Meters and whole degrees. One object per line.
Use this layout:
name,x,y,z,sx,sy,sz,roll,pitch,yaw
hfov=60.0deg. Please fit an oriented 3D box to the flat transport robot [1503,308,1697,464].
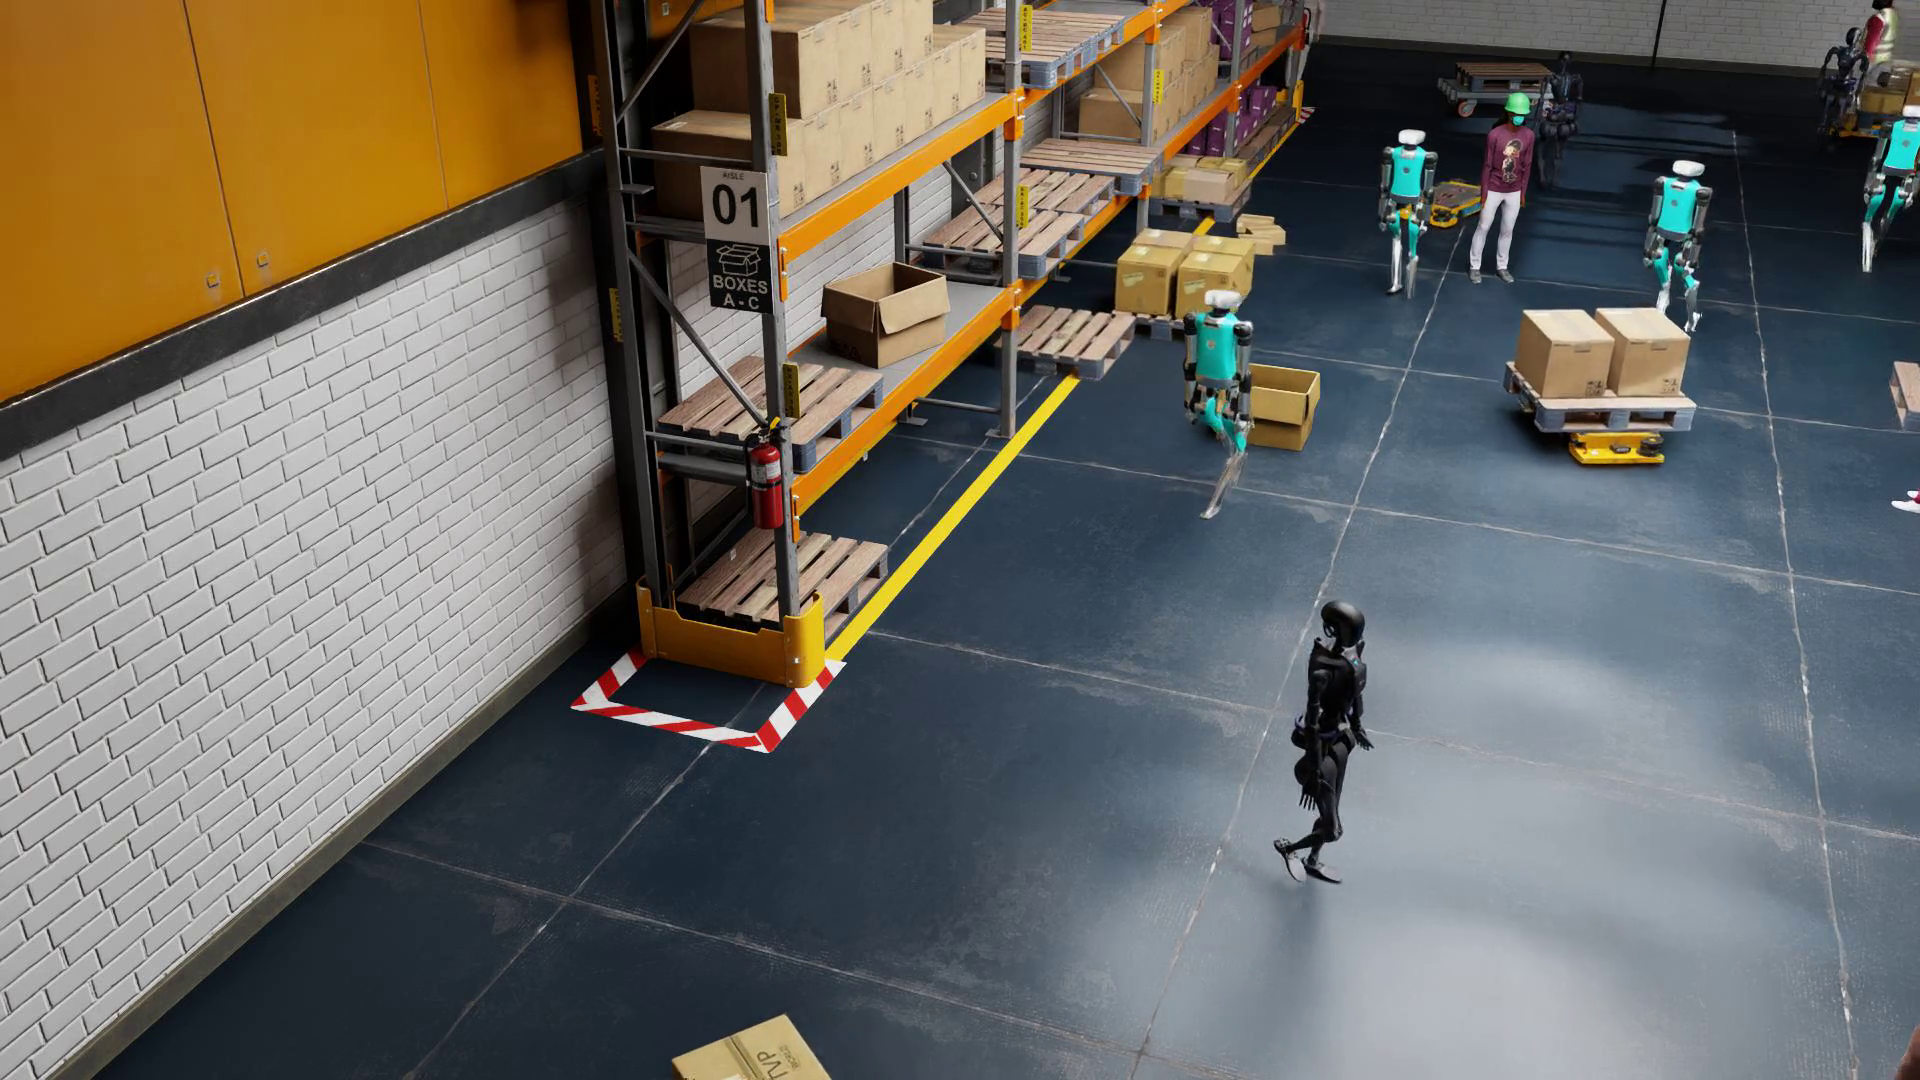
flat transport robot,5.191,-0.990,13.670,0.659,0.231,1.431,-1,27,-1

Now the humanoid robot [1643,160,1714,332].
humanoid robot,6.705,-2.661,15.368,0.895,1.817,0.548,-22,35,-36

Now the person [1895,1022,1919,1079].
person,3.648,2.058,5.918,0.627,1.982,0.457,9,29,17

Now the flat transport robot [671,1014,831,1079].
flat transport robot,-0.770,2.760,6.398,1.431,0.231,0.659,-15,31,-27

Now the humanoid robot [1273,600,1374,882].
humanoid robot,1.823,1.008,8.257,0.374,1.651,0.609,18,32,31

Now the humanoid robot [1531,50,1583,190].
humanoid robot,7.168,-5.033,19.966,0.617,1.648,0.311,-4,28,-8

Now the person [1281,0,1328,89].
person,5.082,-7.568,24.658,0.659,1.893,0.822,6,28,11

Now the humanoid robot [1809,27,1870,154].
humanoid robot,11.326,-5.786,21.442,0.616,1.631,0.377,21,34,35

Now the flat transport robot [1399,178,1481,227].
flat transport robot,5.690,-3.919,19.353,0.659,0.231,1.431,22,35,36

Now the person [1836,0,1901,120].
person,12.641,-6.710,23.074,0.650,1.813,0.495,-16,31,-28

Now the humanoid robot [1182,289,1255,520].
humanoid robot,2.020,-1.062,12.246,0.546,1.797,0.912,18,32,31

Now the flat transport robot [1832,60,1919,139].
flat transport robot,12.621,-5.557,22.531,1.431,0.231,0.659,13,30,24

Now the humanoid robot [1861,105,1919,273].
humanoid robot,9.716,-3.704,17.374,0.548,1.803,0.906,12,29,21

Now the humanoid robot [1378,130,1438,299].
humanoid robot,4.414,-3.161,16.425,0.530,1.888,0.807,12,30,23

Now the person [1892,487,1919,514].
person,7.204,-0.965,12.143,0.503,1.628,0.278,-22,35,-36

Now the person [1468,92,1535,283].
person,5.502,-3.559,16.836,0.487,1.942,0.436,-1,27,-2
